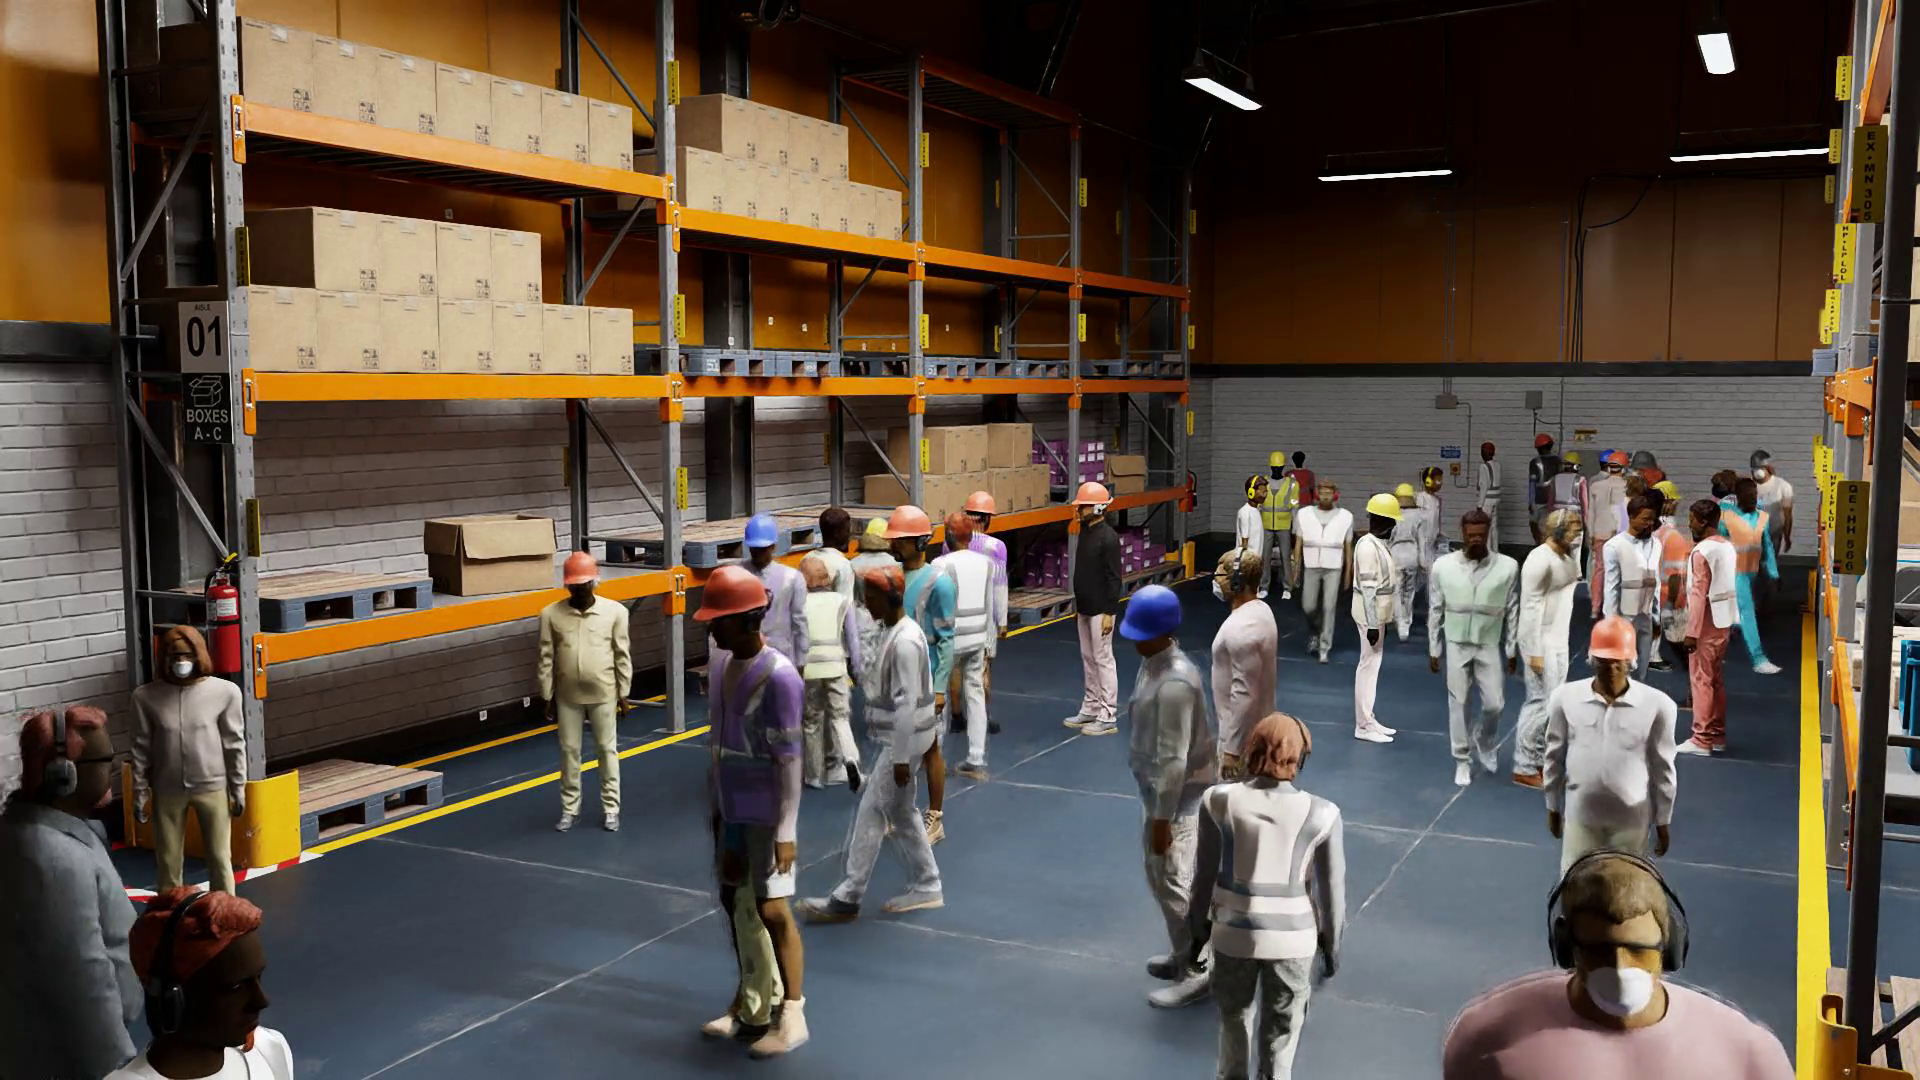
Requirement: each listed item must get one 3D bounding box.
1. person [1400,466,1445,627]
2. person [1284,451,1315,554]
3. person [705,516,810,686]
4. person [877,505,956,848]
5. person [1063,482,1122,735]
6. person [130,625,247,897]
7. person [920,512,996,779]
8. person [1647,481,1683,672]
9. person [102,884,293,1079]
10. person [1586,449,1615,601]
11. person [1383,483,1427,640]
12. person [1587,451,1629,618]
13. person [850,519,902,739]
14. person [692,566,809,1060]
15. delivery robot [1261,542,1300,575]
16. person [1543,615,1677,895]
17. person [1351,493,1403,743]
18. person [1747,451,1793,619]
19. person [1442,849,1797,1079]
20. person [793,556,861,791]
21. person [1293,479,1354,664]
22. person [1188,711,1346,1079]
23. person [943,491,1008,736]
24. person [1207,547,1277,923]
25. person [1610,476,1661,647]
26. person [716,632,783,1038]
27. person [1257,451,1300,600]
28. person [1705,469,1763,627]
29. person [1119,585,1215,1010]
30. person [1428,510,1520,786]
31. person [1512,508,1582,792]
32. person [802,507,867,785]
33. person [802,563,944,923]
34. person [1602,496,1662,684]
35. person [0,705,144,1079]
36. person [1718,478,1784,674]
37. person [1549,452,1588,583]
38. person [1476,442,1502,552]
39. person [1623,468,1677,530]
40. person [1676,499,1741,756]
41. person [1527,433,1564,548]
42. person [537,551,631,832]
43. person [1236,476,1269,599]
[{"bbox_3d":[5.264,0.073,18.997,0.734,1.842,0.527,4,6,34],"label":"person"},{"bbox_3d":[5.443,-0.578,26.709,0.536,1.699,0.321,-1,5,-13],"label":"person"},{"bbox_3d":[-1.336,0.799,10.852,0.631,1.894,0.990,1,5,10],"label":"person"},{"bbox_3d":[-0.295,0.813,9.914,0.378,2.044,0.608,-5,7,-44],"label":"person"},{"bbox_3d":[1.058,0.536,13.152,0.384,1.993,0.623,-2,6,-20],"label":"person"},{"bbox_3d":[-3.658,1.208,7.906,0.508,1.626,0.280,-2,6,-17],"label":"person"},{"bbox_3d":[-0.061,0.727,11.789,0.617,1.858,0.779,-4,7,-35],"label":"person"},{"bbox_3d":[6.763,0.347,16.044,0.403,1.834,0.589,2,6,22],"label":"person"},{"bbox_3d":[-1.363,1.543,2.978,0.351,1.878,0.569,1,5,14],"label":"person"},{"bbox_3d":[8.230,-0.187,21.246,0.416,1.939,0.604,-1,5,-11],"label":"person"},{"bbox_3d":[4.787,0.237,17.947,0.487,1.708,0.750,1,5,8],"label":"person"},{"bbox_3d":[7.677,-0.048,19.507,0.618,1.986,0.408,5,7,43],"label":"person"},{"bbox_3d":[-0.704,0.682,13.133,0.516,1.685,0.823,-1,5,-12],"label":"person"},{"bbox_3d":[-0.874,1.114,6.849,0.443,2.023,0.636,-4,7,-39],"label":"person"},{"bbox_3d":[4.415,0.277,23.103,0.477,0.478,0.707,-2,6,-21],"label":"delivery robot"},{"bbox_3d":[2.921,1.190,7.481,0.569,1.736,0.506,3,6,27],"label":"person"},{"bbox_3d":[3.231,0.596,12.900,0.373,1.921,0.585,2,6,19],"label":"person"},{"bbox_3d":[9.470,-0.101,19.761,0.706,2.000,1.014,4,7,35],"label":"person"},{"bbox_3d":[1.252,1.505,3.245,0.636,1.911,0.844,1,5,11],"label":"person"},{"bbox_3d":[-0.899,0.916,11.127,0.529,1.606,0.651,-2,6,-19],"label":"person"},{"bbox_3d":[3.613,0.299,16.538,0.586,1.834,0.504,2,6,16],"label":"person"},{"bbox_3d":[1.069,1.402,5.784,0.527,1.621,0.418,2,6,21],"label":"person"},{"bbox_3d":[0.132,0.580,13.072,0.550,1.925,0.392,3,6,26],"label":"person"},{"bbox_3d":[1.427,1.000,8.452,0.358,1.938,0.636,2,6,17],"label":"person"},{"bbox_3d":[7.001,0.235,17.331,0.630,1.812,0.515,-5,7,-44],"label":"person"},{"bbox_3d":[-0.898,1.226,7.096,0.355,1.739,0.573,1,5,12],"label":"person"},{"bbox_3d":[4.054,-0.181,21.328,0.583,1.917,0.404,2,6,22],"label":"person"},{"bbox_3d":[8.694,0.106,18.752,0.444,1.817,0.657,-4,7,-39],"label":"person"},{"bbox_3d":[0.910,1.125,7.322,0.500,1.898,0.647,0,5,-2],"label":"person"},{"bbox_3d":[3.542,0.736,11.488,0.606,1.905,0.455,1,5,15],"label":"person"},{"bbox_3d":[4.017,0.735,11.394,0.378,1.926,0.636,4,7,39],"label":"person"},{"bbox_3d":[-0.912,0.727,11.509,0.373,1.916,0.597,-4,6,-35],"label":"person"},{"bbox_3d":[-0.434,1.029,8.577,0.684,1.854,0.613,-1,5,-8],"label":"person"},{"bbox_3d":[5.200,0.605,12.888,0.597,1.909,0.405,-3,6,-31],"label":"person"},{"bbox_3d":[-2.366,1.386,4.560,0.589,1.884,0.661,-3,6,-30],"label":"person"},{"bbox_3d":[7.586,0.324,16.131,0.596,1.873,1.009,-3,6,-27],"label":"person"},{"bbox_3d":[8.498,-0.309,23.167,0.403,1.823,0.588,-4,7,-39],"label":"person"},{"bbox_3d":[8.084,-0.555,25.486,0.341,1.882,0.587,5,7,43],"label":"person"},{"bbox_3d":[7.657,0.115,18.575,0.648,1.821,0.982,4,7,35],"label":"person"},{"bbox_3d":[5.593,0.651,12.411,0.398,1.908,0.599,5,7,43],"label":"person"},{"bbox_3d":[8.996,-0.626,25.528,0.672,2.024,0.439,-1,5,-9],"label":"person"},{"bbox_3d":[-2.315,0.934,10.242,0.571,1.739,0.357,0,5,-5],"label":"person"},{"bbox_3d":[2.938,0.280,16.674,0.347,1.855,0.532,2,6,22],"label":"person"}]
